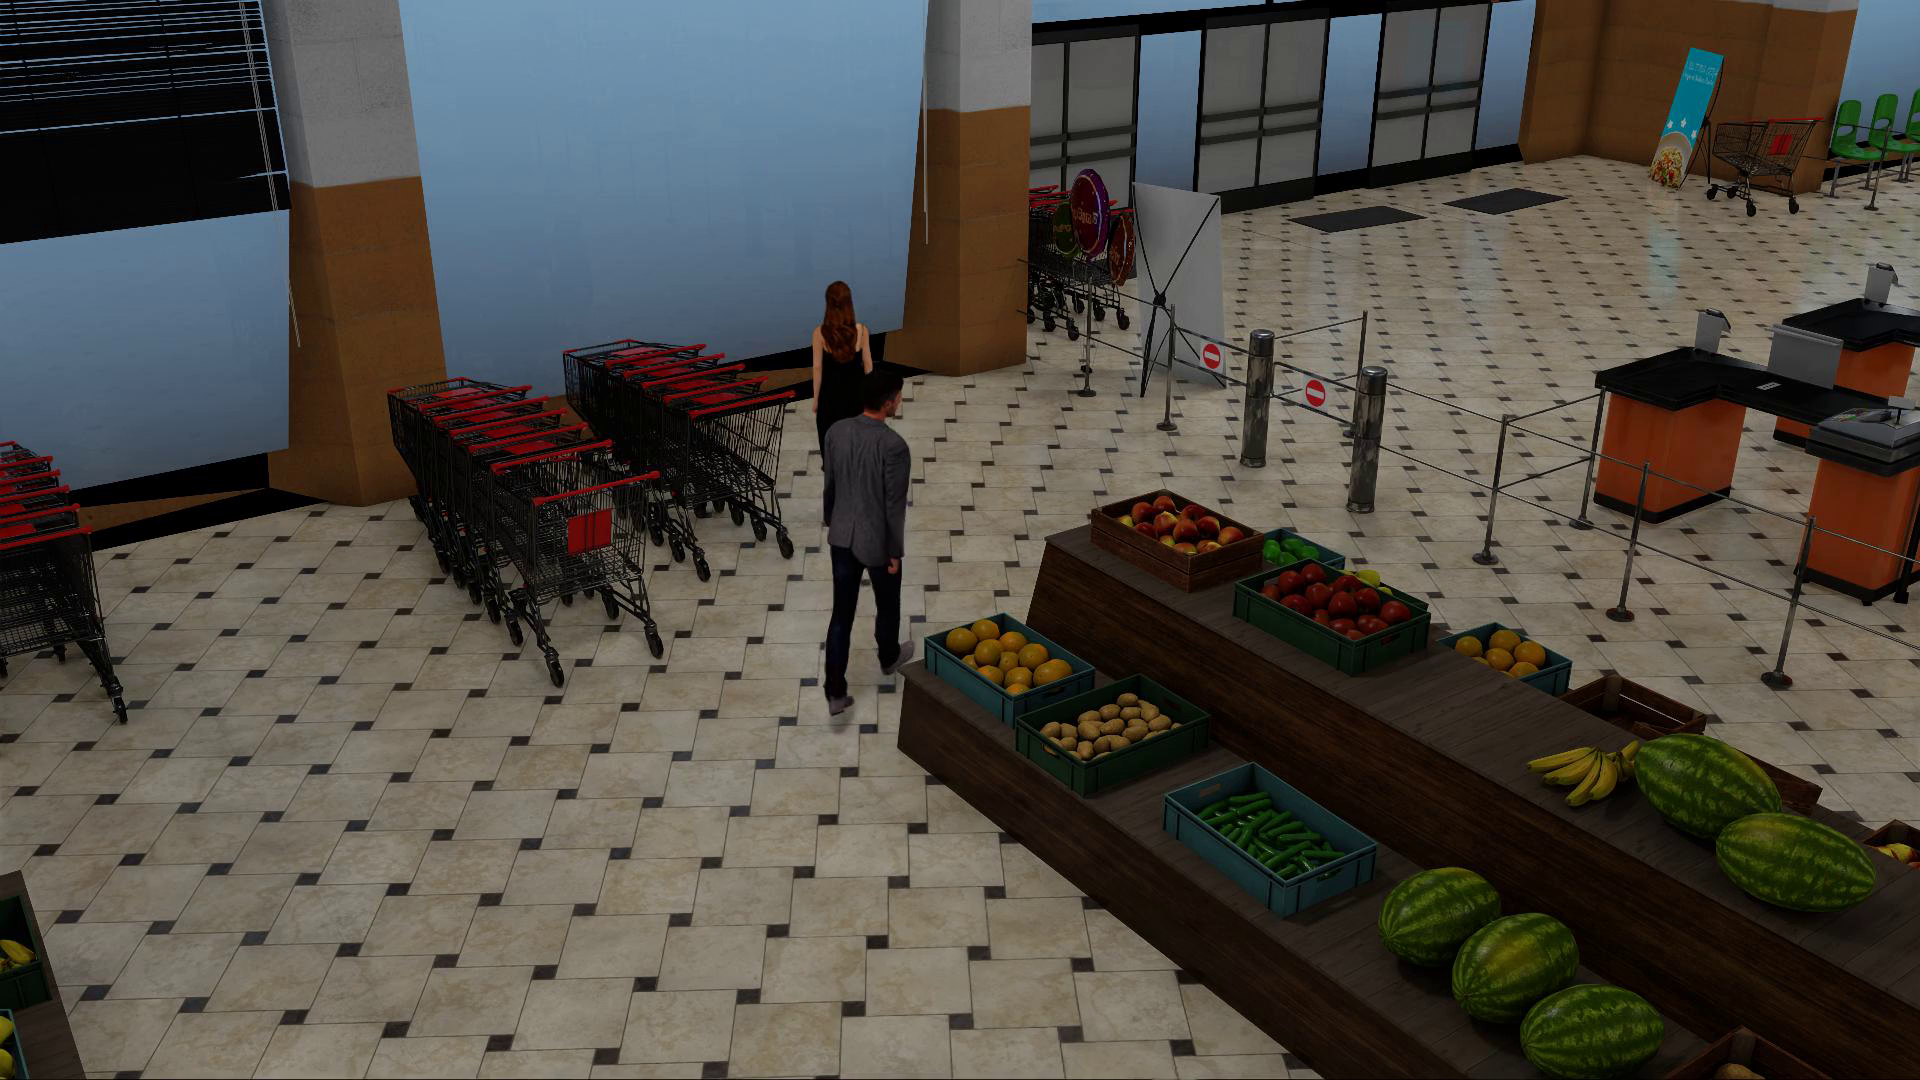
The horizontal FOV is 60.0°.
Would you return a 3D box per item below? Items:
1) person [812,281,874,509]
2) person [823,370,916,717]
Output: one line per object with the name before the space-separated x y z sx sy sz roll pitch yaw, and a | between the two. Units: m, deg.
person | -0.793 -0.950 11.237 0.649 1.625 0.657 -7 25 -15
person | -0.529 0.061 8.683 1.248 1.820 1.174 10 25 21
